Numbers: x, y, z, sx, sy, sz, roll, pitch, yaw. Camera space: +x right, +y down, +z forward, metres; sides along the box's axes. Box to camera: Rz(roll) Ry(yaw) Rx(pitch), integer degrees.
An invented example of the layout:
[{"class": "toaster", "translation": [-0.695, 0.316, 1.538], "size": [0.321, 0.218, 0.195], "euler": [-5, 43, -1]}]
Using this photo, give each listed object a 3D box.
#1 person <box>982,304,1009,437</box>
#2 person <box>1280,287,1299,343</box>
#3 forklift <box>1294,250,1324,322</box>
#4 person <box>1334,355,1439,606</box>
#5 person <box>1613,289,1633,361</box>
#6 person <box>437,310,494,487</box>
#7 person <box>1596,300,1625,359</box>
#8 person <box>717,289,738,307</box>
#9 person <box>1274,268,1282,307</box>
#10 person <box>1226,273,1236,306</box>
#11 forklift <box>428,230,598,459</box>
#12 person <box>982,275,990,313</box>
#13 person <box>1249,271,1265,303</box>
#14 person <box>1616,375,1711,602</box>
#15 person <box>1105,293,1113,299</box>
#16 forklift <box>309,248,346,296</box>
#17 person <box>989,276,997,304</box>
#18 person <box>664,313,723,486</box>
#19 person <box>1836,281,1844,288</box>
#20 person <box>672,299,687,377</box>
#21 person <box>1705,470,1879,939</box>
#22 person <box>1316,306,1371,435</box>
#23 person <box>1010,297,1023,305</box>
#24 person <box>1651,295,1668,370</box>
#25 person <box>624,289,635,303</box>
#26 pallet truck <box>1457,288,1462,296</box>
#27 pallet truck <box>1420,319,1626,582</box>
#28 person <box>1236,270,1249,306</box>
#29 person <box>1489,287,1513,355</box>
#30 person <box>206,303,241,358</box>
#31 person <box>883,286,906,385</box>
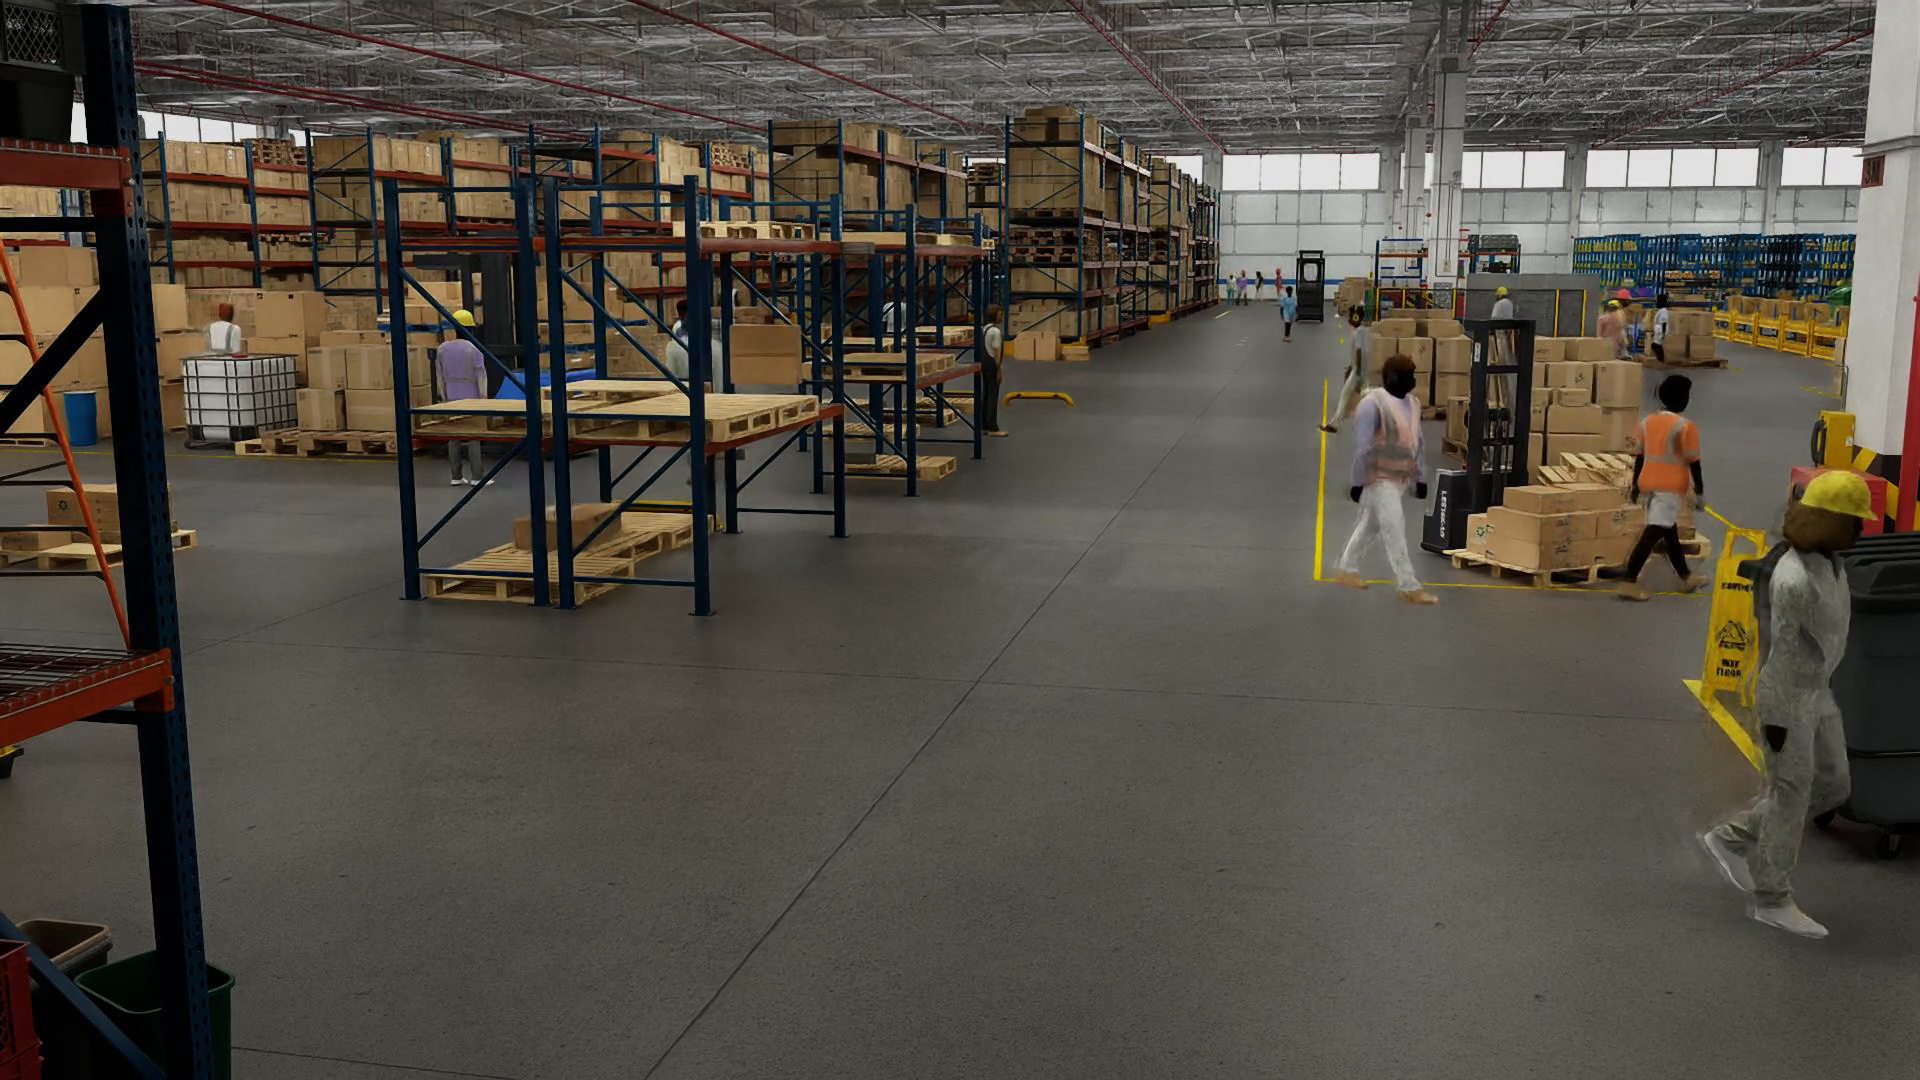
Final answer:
[{"class": "person", "translation": [0.448, -2.357, 23.223], "size": [0.350, 1.847, 0.506], "euler": [-4, 11, -24]}, {"class": "person", "translation": [9.838, -6.752, 49.813], "size": [0.529, 1.657, 0.876], "euler": [-3, 10, -15]}, {"class": "forklift", "translation": [13.778, -10.002, 65.433], "size": [1.129, 2.768, 1.873], "euler": [2, 10, 12]}, {"class": "person", "translation": [3.131, -0.464, 12.201], "size": [0.645, 1.794, 0.971], "euler": [-9, 13, -42]}, {"class": "person", "translation": [12.314, -3.668, 30.791], "size": [0.792, 1.905, 0.559], "euler": [5, 11, 27]}, {"class": "person", "translation": [-5.396, -1.539, 18.135], "size": [0.589, 1.927, 0.368], "euler": [3, 10, 17]}, {"class": "person", "translation": [12.007, -3.565, 30.717], "size": [0.541, 1.726, 0.504], "euler": [1, 10, 3]}, {"class": "person", "translation": [-7.123, -7.047, 50.939], "size": [0.587, 1.866, 1.049], "euler": [1, 10, 8]}, {"class": "person", "translation": [16.674, -13.222, 87.117], "size": [0.391, 1.995, 0.613], "euler": [1, 10, 8]}, {"class": "person", "translation": [14.422, -13.328, 88.424], "size": [0.525, 1.769, 0.327], "euler": [3, 10, 17]}, {"class": "forklift", "translation": [-5.588, -2.467, 20.815], "size": [1.873, 2.768, 1.129], "euler": [2, 10, 12]}, {"class": "person", "translation": [1.077, -11.219, 75.620], "size": [0.536, 1.872, 0.902], "euler": [8, 12, 39]}, {"class": "person", "translation": [16.687, -14.135, 93.142], "size": [0.944, 1.791, 0.622], "euler": [-3, 10, -17]}, {"class": "person", "translation": [5.151, -0.374, 12.072], "size": [0.920, 1.636, 0.549], "euler": [-3, 10, -18]}, {"class": "person", "translation": [5.881, -9.625, 66.987], "size": [0.600, 1.591, 0.738], "euler": [2, 10, 11]}, {"class": "forklift", "translation": [-19.299, -7.540, 50.854], "size": [1.129, 2.768, 1.873], "euler": [1, 10, 4]}, {"class": "person", "translation": [1.517, -11.438, 76.847], "size": [0.638, 1.895, 0.890], "euler": [5, 11, 27]}, {"class": "person", "translation": [-2.909, -1.535, 18.132], "size": [0.623, 1.917, 0.438], "euler": [-5, 11, -28]}, {"class": "person", "translation": [30.529, -8.155, 57.894], "size": [0.877, 1.717, 0.547], "euler": [-2, 10, -13]}, {"class": "person", "translation": [-3.844, -2.377, 23.126], "size": [0.384, 1.918, 0.596], "euler": [-2, 10, -13]}, {"class": "person", "translation": [3.070, 0.588, 6.127], "size": [0.447, 1.720, 0.506], "euler": [9, 13, 44]}, {"class": "person", "translation": [5.492, -2.360, 23.323], "size": [0.959, 1.825, 0.511], "euler": [6, 11, 33]}, {"class": "person", "translation": [1.962, -8.166, 57.637], "size": [0.429, 1.839, 0.634], "euler": [7, 12, 37]}, {"class": "person", "translation": [15.656, -4.651, 37.282], "size": [0.419, 1.683, 0.542], "euler": [3, 10, 17]}, {"class": "person", "translation": [-6.851, -4.329, 34.932], "size": [0.881, 1.834, 0.550], "euler": [6, 11, 32]}, {"class": "pallet truck", "translation": [20.506, -9.785, 68.819], "size": [0.653, 1.274, 1.630], "euler": [2, 10, 12]}, {"class": "pallet truck", "translation": [4.543, -0.757, 13.299], "size": [0.823, 1.965, 1.885], "euler": [-4, 10, -22]}, {"class": "person", "translation": [15.107, -13.470, 88.948], "size": [0.547, 1.882, 1.013], "euler": [-3, 10, -20]}, {"class": "person", "translation": [12.817, -5.115, 39.643], "size": [0.600, 1.809, 0.611], "euler": [-8, 13, -41]}, {"class": "person", "translation": [-10.536, -2.487, 24.011], "size": [0.599, 1.841, 0.950], "euler": [2, 10, 12]}, {"class": "person", "translation": [-1.229, -4.061, 32.955], "size": [0.611, 1.964, 0.364], "euler": [5, 11, 25]}]
